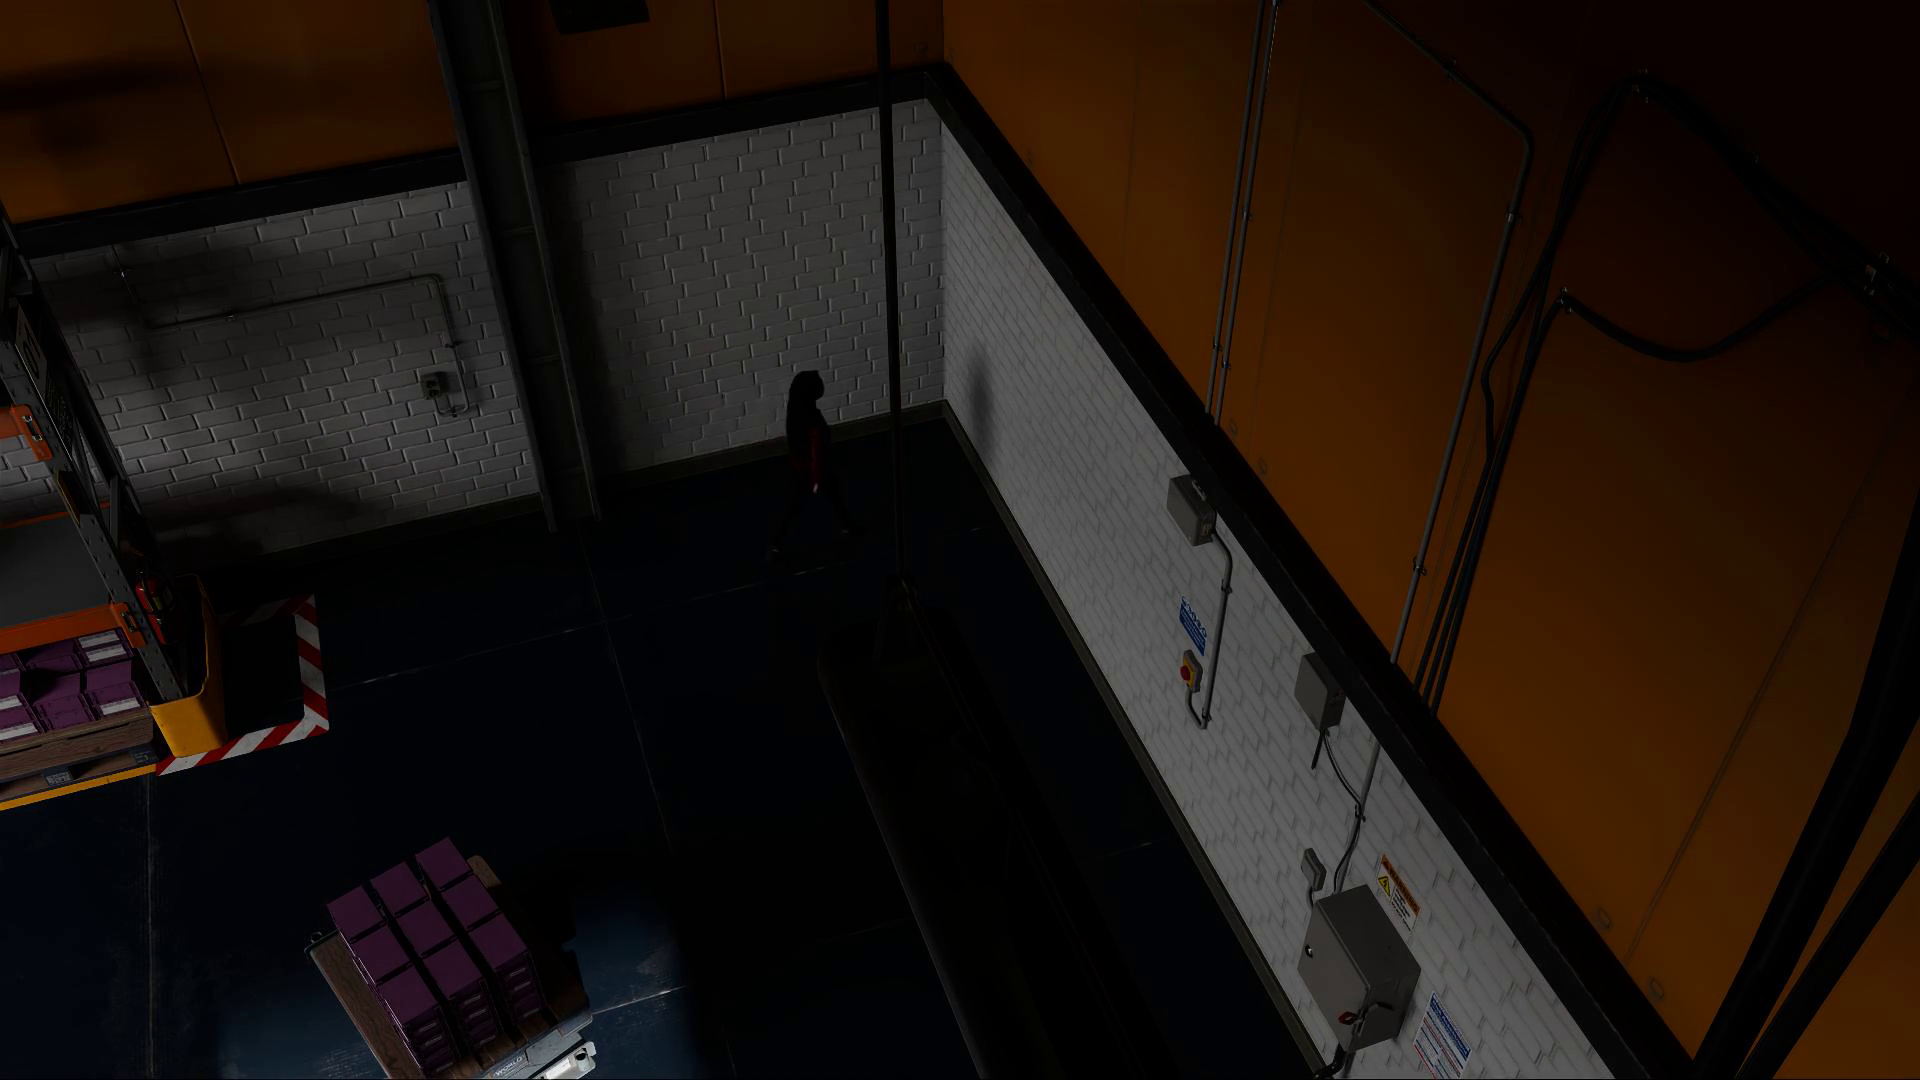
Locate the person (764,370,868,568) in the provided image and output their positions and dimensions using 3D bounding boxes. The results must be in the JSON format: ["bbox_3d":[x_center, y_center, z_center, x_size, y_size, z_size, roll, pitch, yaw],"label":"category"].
[{"bbox_3d":[-1.120,-0.460,11.459,1.110,1.617,0.782,-25,49,-24],"label":"person"}]
